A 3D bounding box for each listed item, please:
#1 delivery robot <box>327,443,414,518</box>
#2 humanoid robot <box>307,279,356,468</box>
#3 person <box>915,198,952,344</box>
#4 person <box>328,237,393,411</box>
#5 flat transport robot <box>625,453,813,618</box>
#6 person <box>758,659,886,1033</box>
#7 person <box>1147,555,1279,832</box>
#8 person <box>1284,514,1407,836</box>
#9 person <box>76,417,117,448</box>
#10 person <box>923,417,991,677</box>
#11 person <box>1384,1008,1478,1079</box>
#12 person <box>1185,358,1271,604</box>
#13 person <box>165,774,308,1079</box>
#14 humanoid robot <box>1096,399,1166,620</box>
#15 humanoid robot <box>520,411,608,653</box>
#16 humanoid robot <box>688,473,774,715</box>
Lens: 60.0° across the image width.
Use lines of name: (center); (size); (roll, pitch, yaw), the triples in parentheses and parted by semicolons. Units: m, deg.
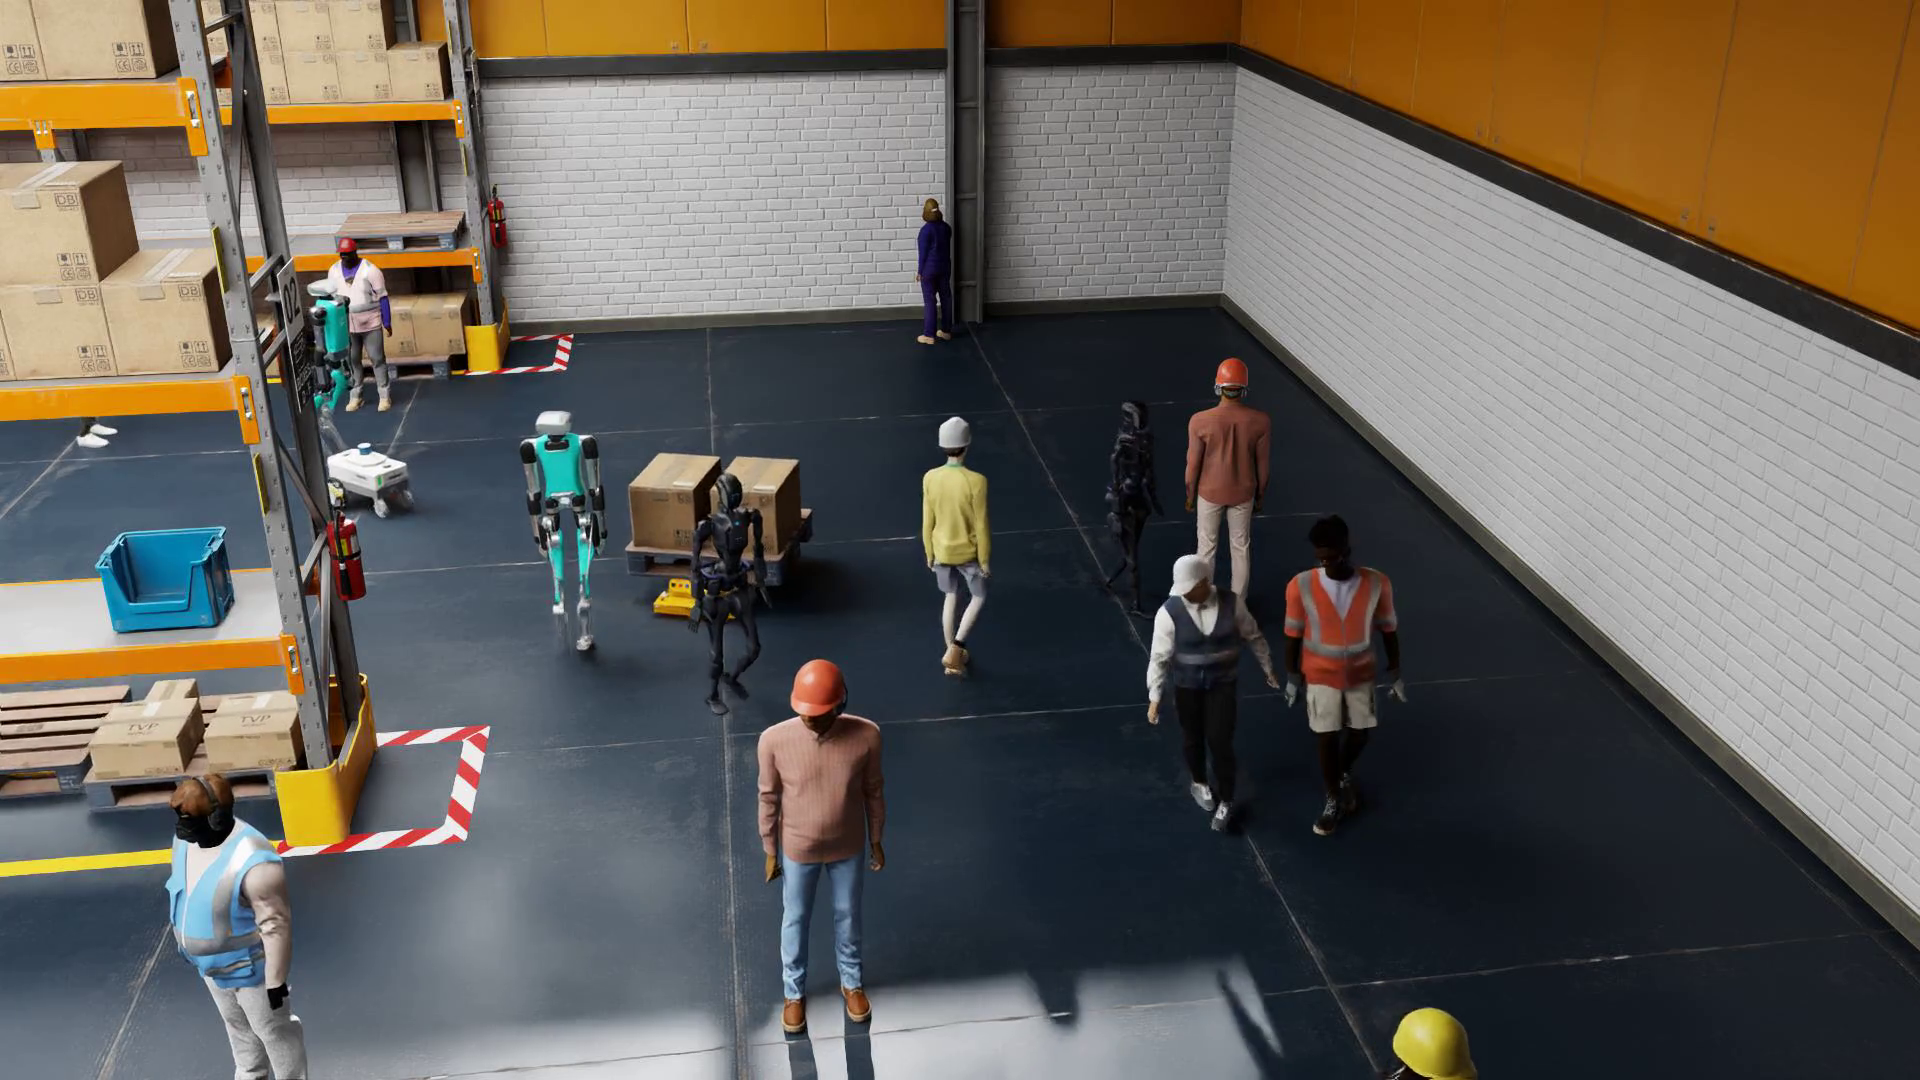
delivery robot: (-5.064, -0.540, 14.253); (0.757, 0.580, 0.499); (15, 28, 30)
humanoid robot: (-5.740, -1.434, 14.886); (0.658, 1.838, 0.538); (4, 24, 9)
person: (-0.300, -3.004, 18.555); (0.456, 1.618, 0.352); (-20, 30, -38)
person: (-5.909, -2.117, 16.373); (0.624, 1.751, 0.419); (0, 24, -1)
flat transport robot: (-1.842, 0.209, 12.920); (0.659, 0.231, 1.431); (4, 24, 8)
person: (-0.648, 1.449, 7.954); (0.610, 1.991, 0.389); (-5, 24, -11)
person: (1.465, 0.875, 9.616); (0.762, 1.708, 0.627); (2, 24, 5)
person: (2.207, 0.768, 9.614); (0.716, 1.926, 0.507); (0, 24, 1)
person: (-8.199, -1.804, 15.555); (0.430, 1.845, 0.549); (-3, 24, -6)
person: (-0.031, 0.086, 11.208); (0.498, 1.872, 0.476); (10, 25, 21)
person: (1.519, 2.395, 5.907); (0.592, 1.905, 0.720); (-15, 28, -30)
person: (1.924, -0.352, 12.055); (0.610, 1.995, 0.377); (-1, 24, -3)
person: (-3.162, 1.831, 7.270); (0.620, 1.845, 0.431); (15, 28, 31)
humanoid robot: (1.284, -0.260, 12.281); (0.637, 1.652, 0.598); (17, 29, 33)
humanoid robot: (-2.717, 0.069, 11.491); (0.546, 1.860, 0.683); (-2, 24, -6)
humanoid robot: (-1.513, 0.341, 10.861); (0.612, 1.641, 0.327); (-19, 30, -37)
